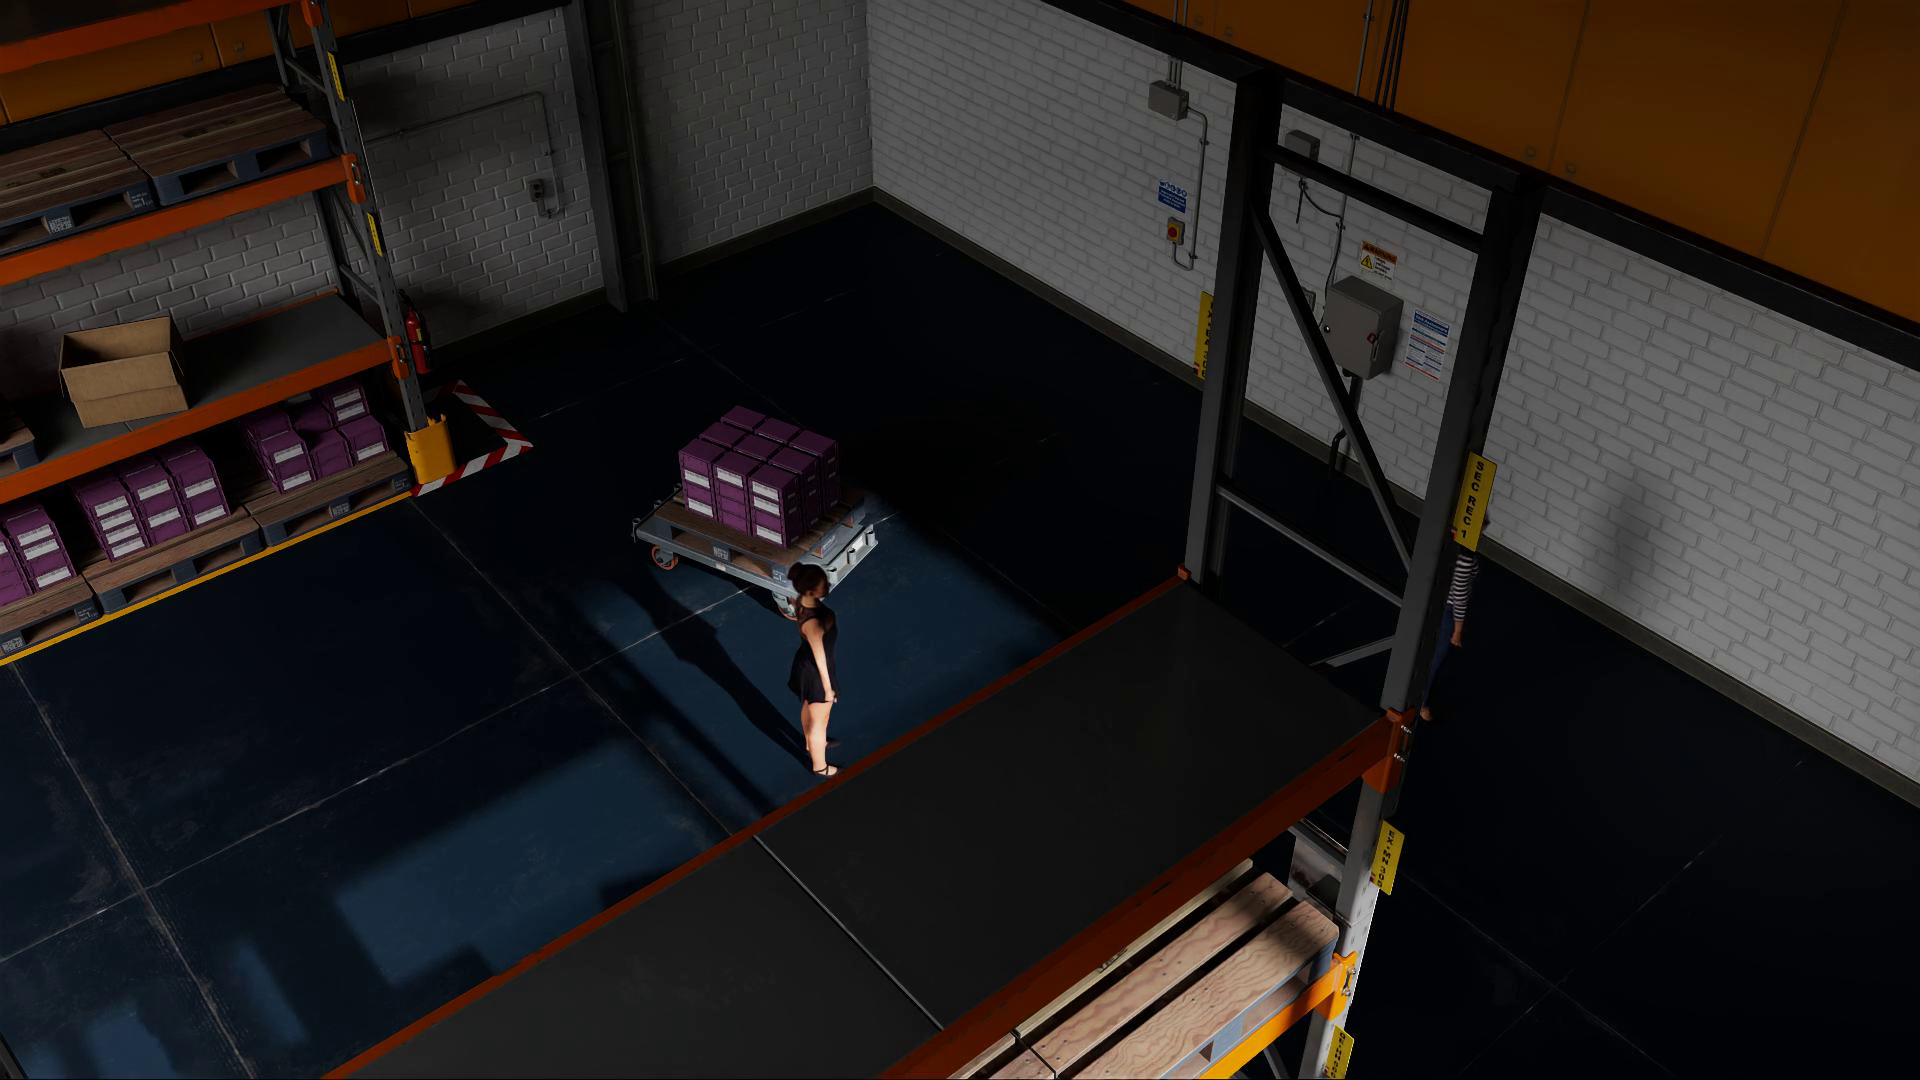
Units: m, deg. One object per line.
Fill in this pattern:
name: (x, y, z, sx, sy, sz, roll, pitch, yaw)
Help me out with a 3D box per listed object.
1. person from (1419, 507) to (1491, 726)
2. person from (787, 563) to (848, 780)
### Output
person: (3.154, 0.457, 10.817, 0.699, 1.795, 0.668, -1, 39, -2)
person: (-0.908, 0.808, 10.476, 0.692, 1.671, 0.667, -8, 39, -10)
